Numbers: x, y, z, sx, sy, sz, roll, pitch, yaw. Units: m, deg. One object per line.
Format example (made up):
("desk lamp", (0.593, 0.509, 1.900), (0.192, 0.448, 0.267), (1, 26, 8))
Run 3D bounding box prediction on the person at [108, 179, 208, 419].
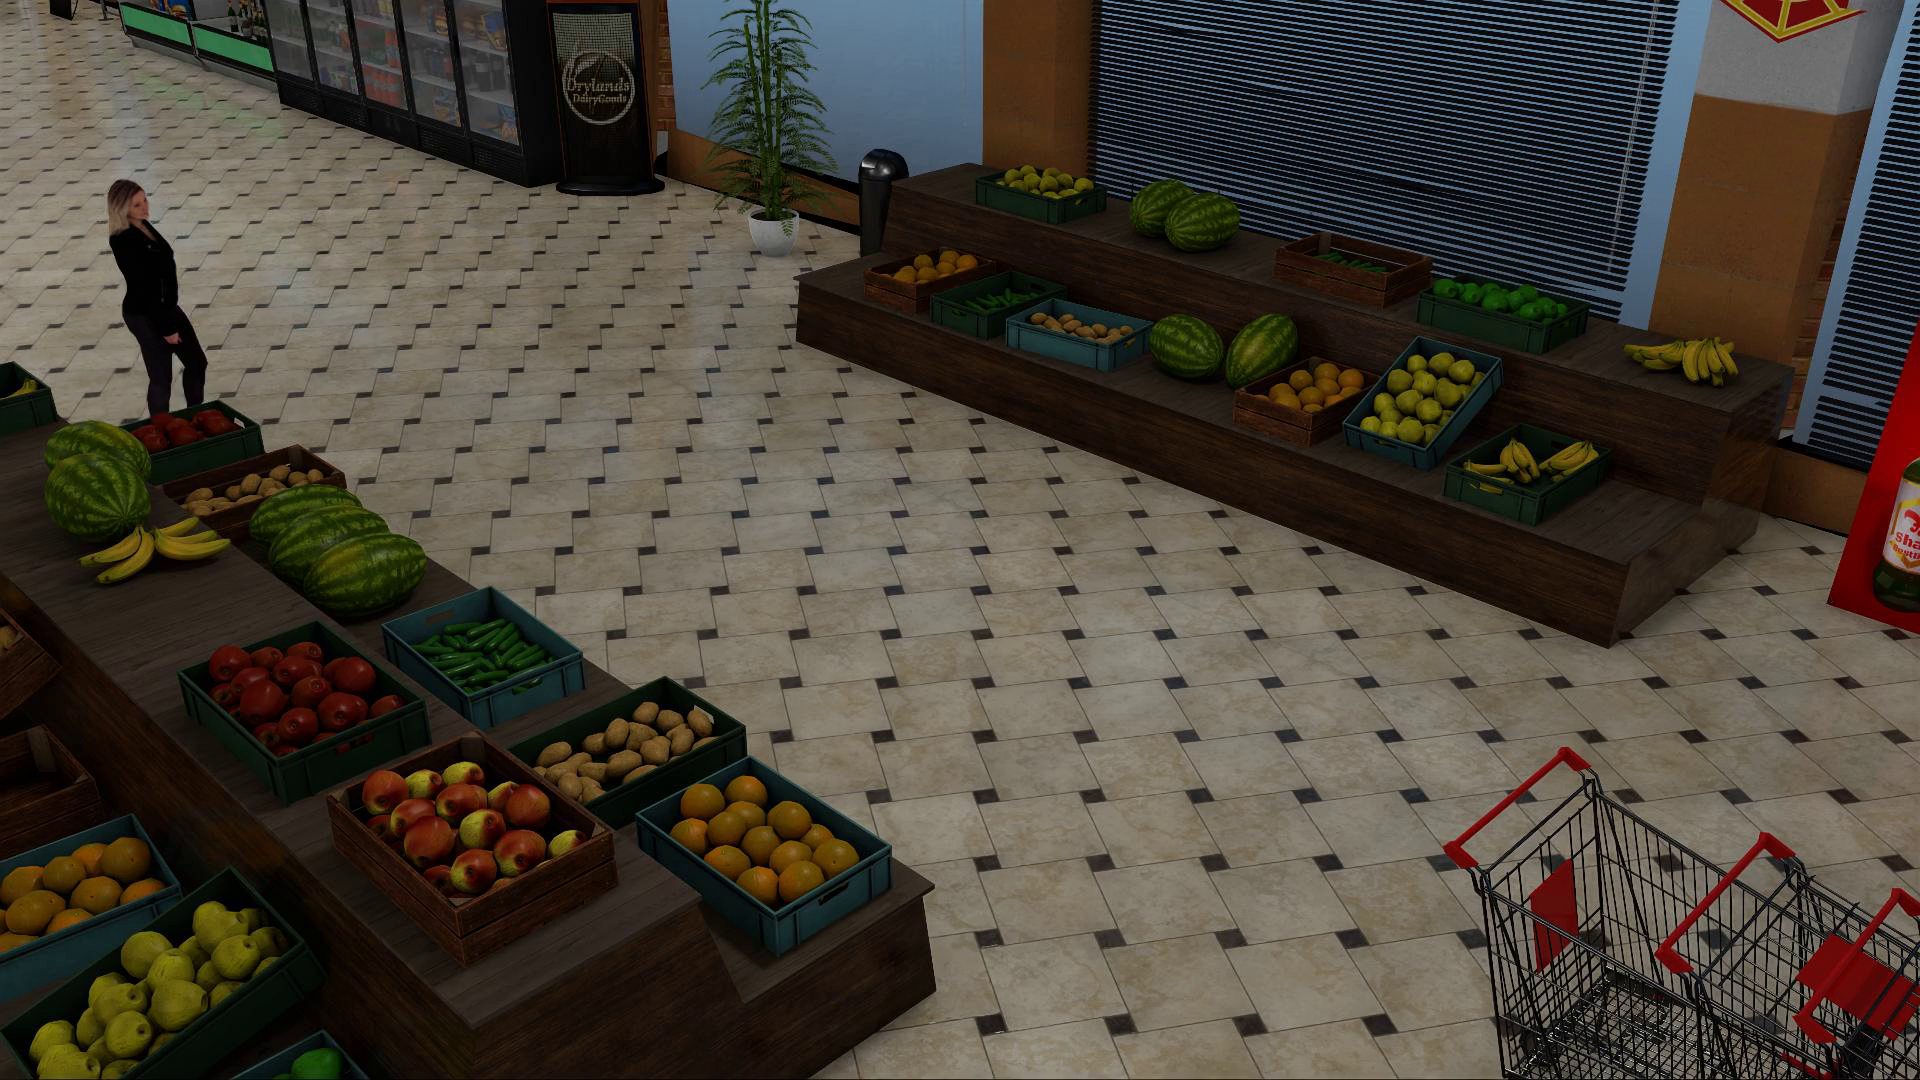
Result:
("person", (-4.733, -1.242, 9.557), (0.848, 1.659, 0.783), (-9, 28, -16))
